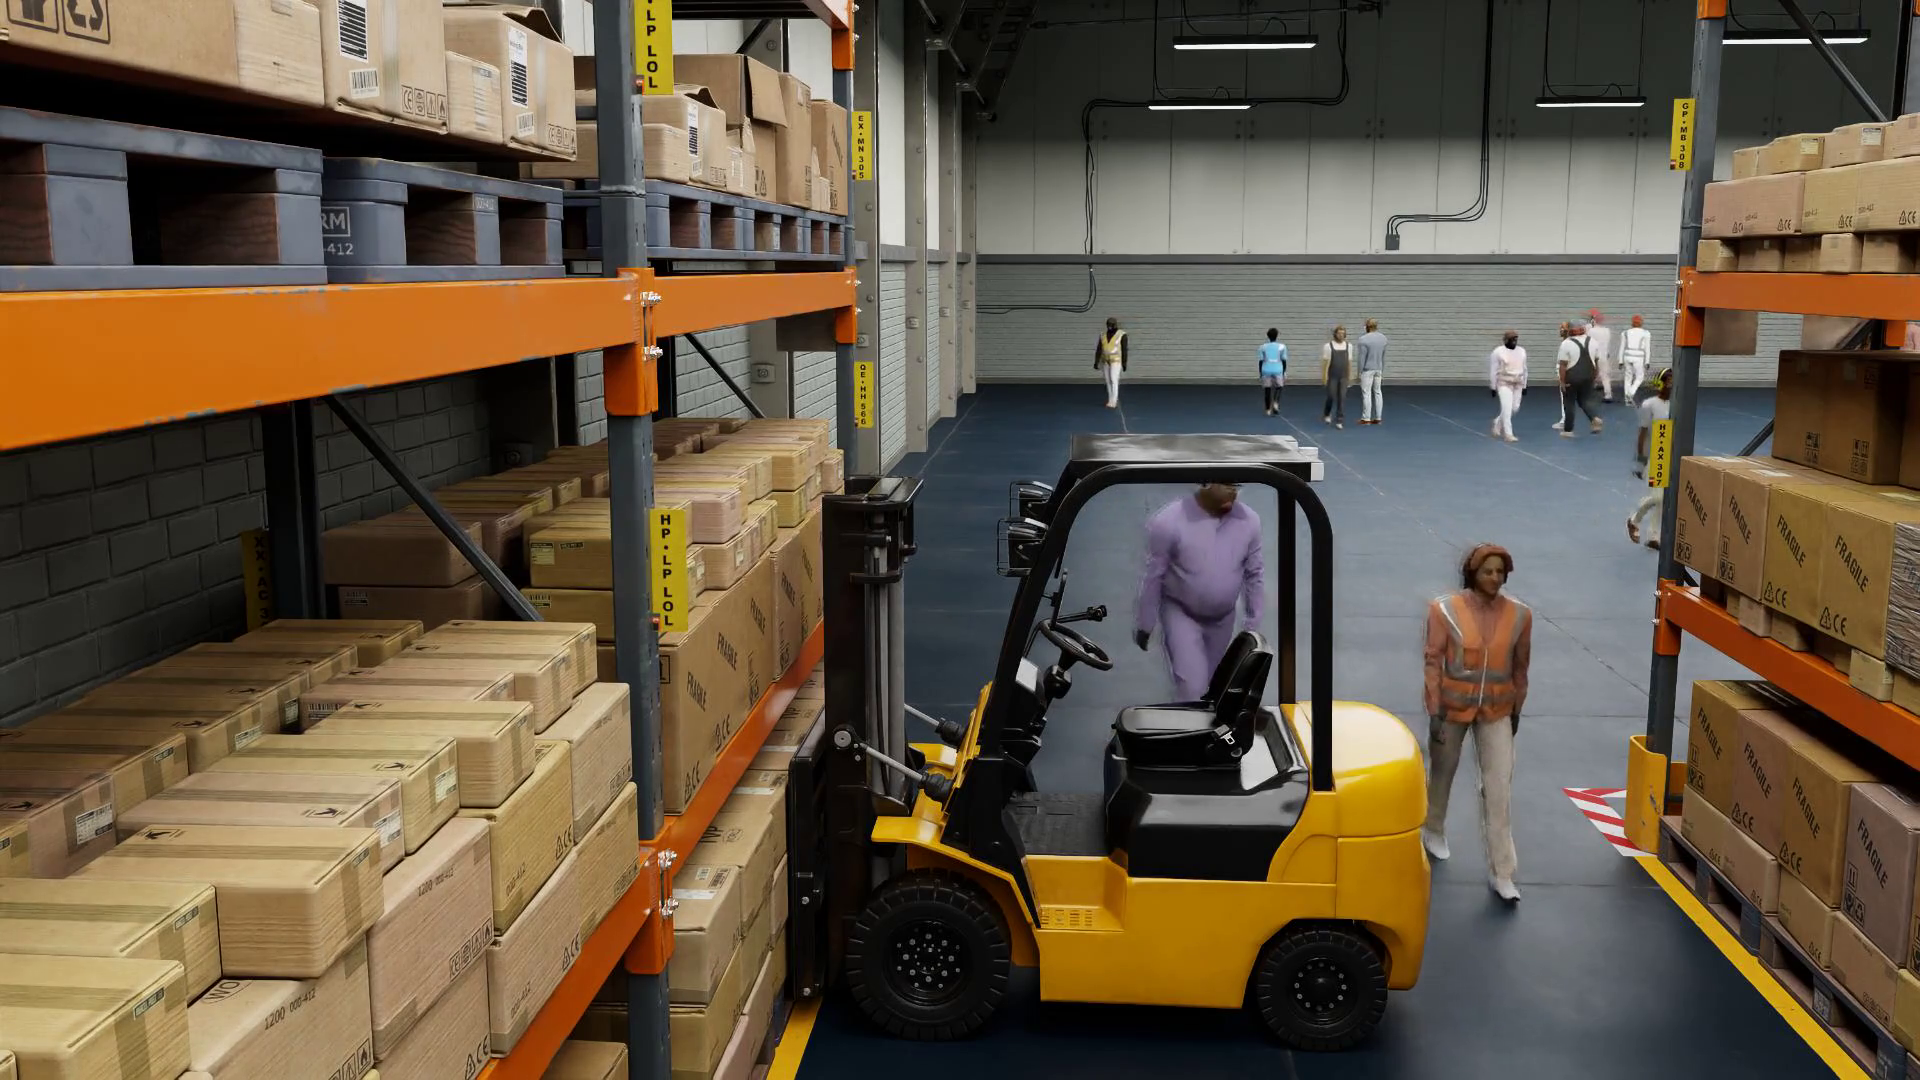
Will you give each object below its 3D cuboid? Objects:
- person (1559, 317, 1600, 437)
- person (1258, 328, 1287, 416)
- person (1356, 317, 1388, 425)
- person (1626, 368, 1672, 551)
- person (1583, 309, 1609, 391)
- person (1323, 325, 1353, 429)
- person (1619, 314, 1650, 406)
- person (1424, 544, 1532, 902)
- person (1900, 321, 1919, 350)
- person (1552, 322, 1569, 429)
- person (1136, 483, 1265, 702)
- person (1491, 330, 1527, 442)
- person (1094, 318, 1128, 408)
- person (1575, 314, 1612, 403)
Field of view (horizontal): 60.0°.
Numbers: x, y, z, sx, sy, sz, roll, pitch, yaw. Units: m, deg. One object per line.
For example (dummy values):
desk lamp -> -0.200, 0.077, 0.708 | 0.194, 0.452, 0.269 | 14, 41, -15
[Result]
person -> 10.311, -2.720, 27.727 | 0.704, 2.000, 0.718 | -2, 10, -9
person -> 5.942, -3.198, 31.666 | 0.551, 1.685, 0.366 | 3, 10, 15
person -> 7.391, -3.027, 29.890 | 0.633, 1.938, 0.359 | -5, 11, -27
person -> 7.013, -0.810, 16.707 | 0.554, 1.853, 0.458 | -4, 10, -21
person -> 14.359, -4.289, 37.699 | 0.952, 1.900, 0.554 | -5, 10, -26
person -> 6.652, -2.874, 29.294 | 0.516, 1.829, 0.503 | 0, 9, -2
person -> 13.759, -3.662, 33.941 | 0.615, 1.869, 0.451 | 8, 13, 41
person -> 2.389, 0.799, 7.742 | 0.507, 1.596, 0.874 | 0, 9, 3
person -> 20.124, -3.896, 35.254 | 0.407, 1.910, 0.639 | -2, 10, -12
person -> 10.668, -2.899, 29.284 | 0.357, 1.883, 0.573 | 6, 11, 32
person -> 1.330, 0.449, 9.109 | 0.674, 1.854, 1.014 | -3, 10, -19
person -> 8.987, -2.543, 27.325 | 0.633, 1.817, 0.751 | -3, 10, -16
person -> 3.014, -3.563, 33.524 | 0.643, 1.821, 0.651 | 7, 12, 36
person -> 13.347, -3.803, 34.888 | 0.653, 1.857, 1.024 | -4, 10, -25
